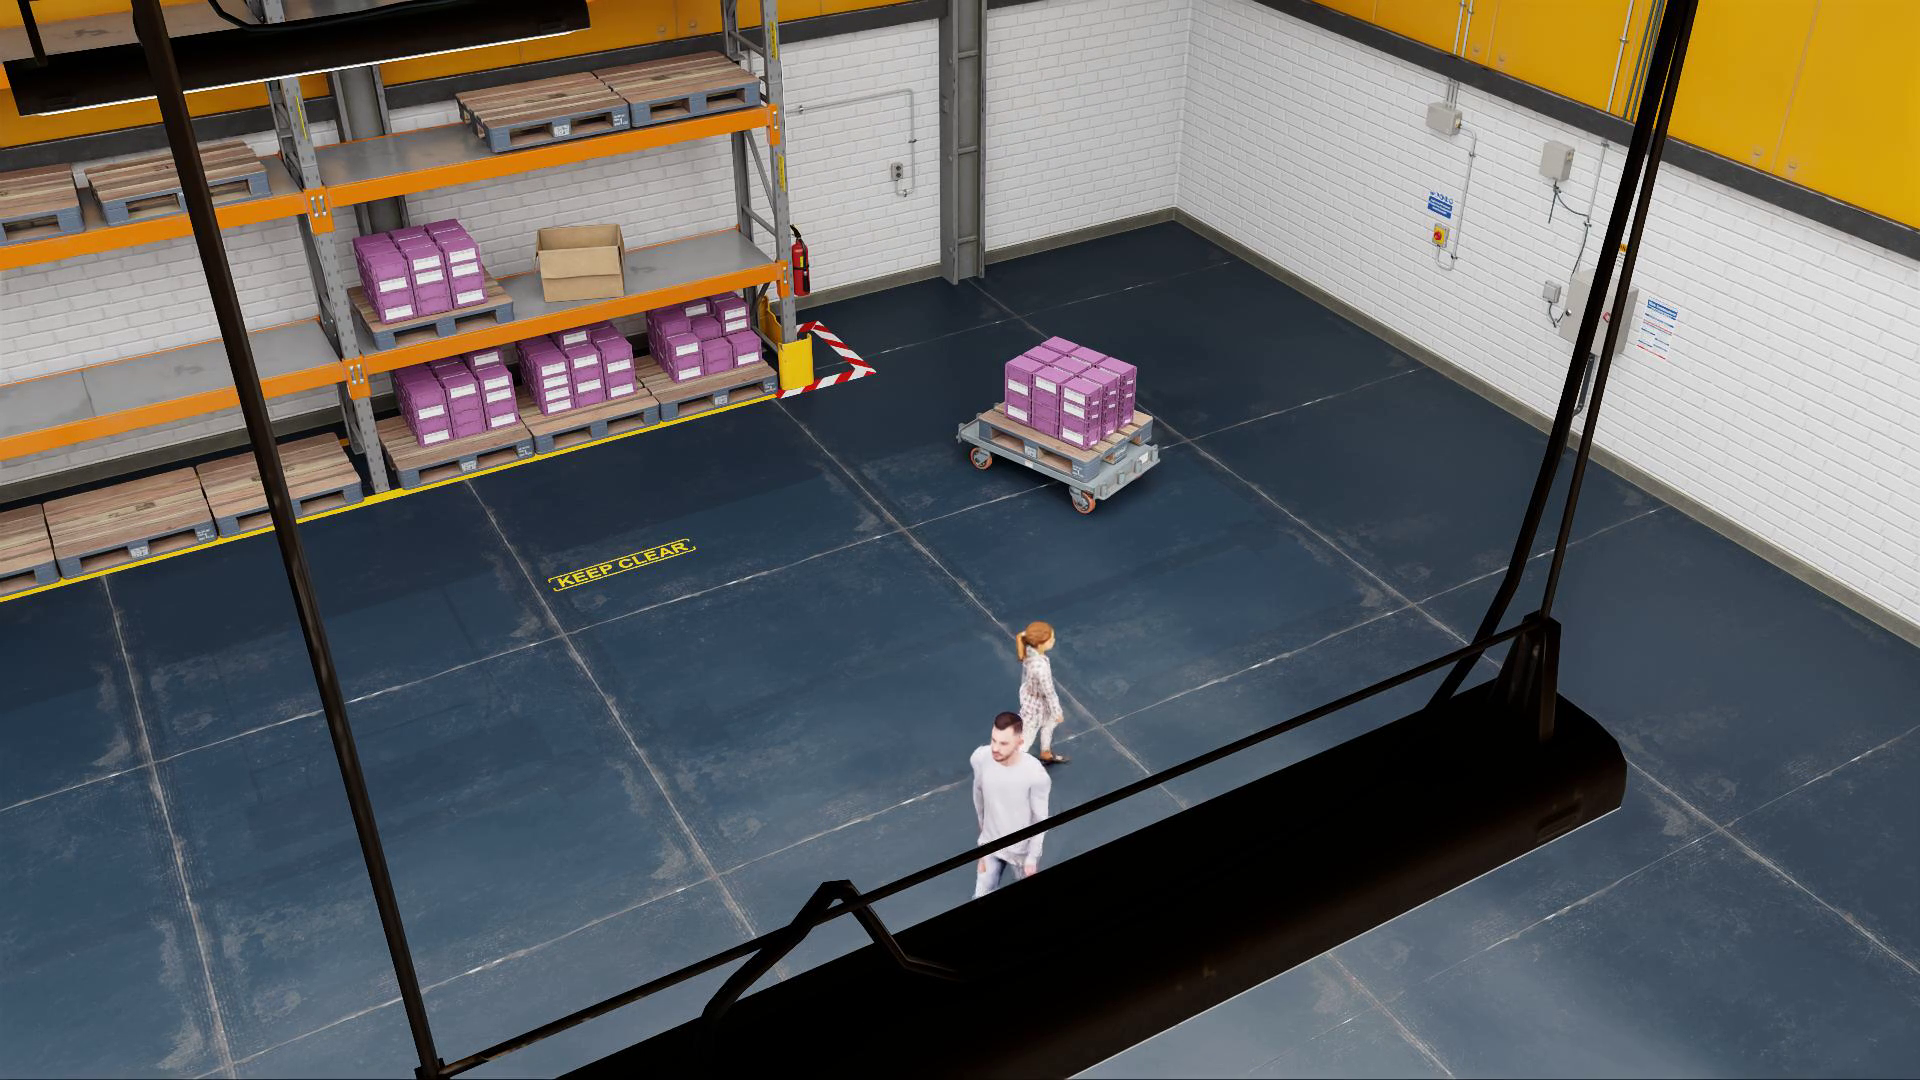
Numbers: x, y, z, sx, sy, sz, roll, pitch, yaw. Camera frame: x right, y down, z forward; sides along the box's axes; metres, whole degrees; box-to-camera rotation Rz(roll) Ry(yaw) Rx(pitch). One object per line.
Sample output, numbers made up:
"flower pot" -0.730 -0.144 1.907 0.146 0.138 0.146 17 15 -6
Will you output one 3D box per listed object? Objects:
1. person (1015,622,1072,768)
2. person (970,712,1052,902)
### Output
"person" 0.444 1.103 11.210 0.746 1.293 0.661 -3 34 -4
"person" 0.344 1.720 9.829 1.063 1.794 1.232 16 37 23
